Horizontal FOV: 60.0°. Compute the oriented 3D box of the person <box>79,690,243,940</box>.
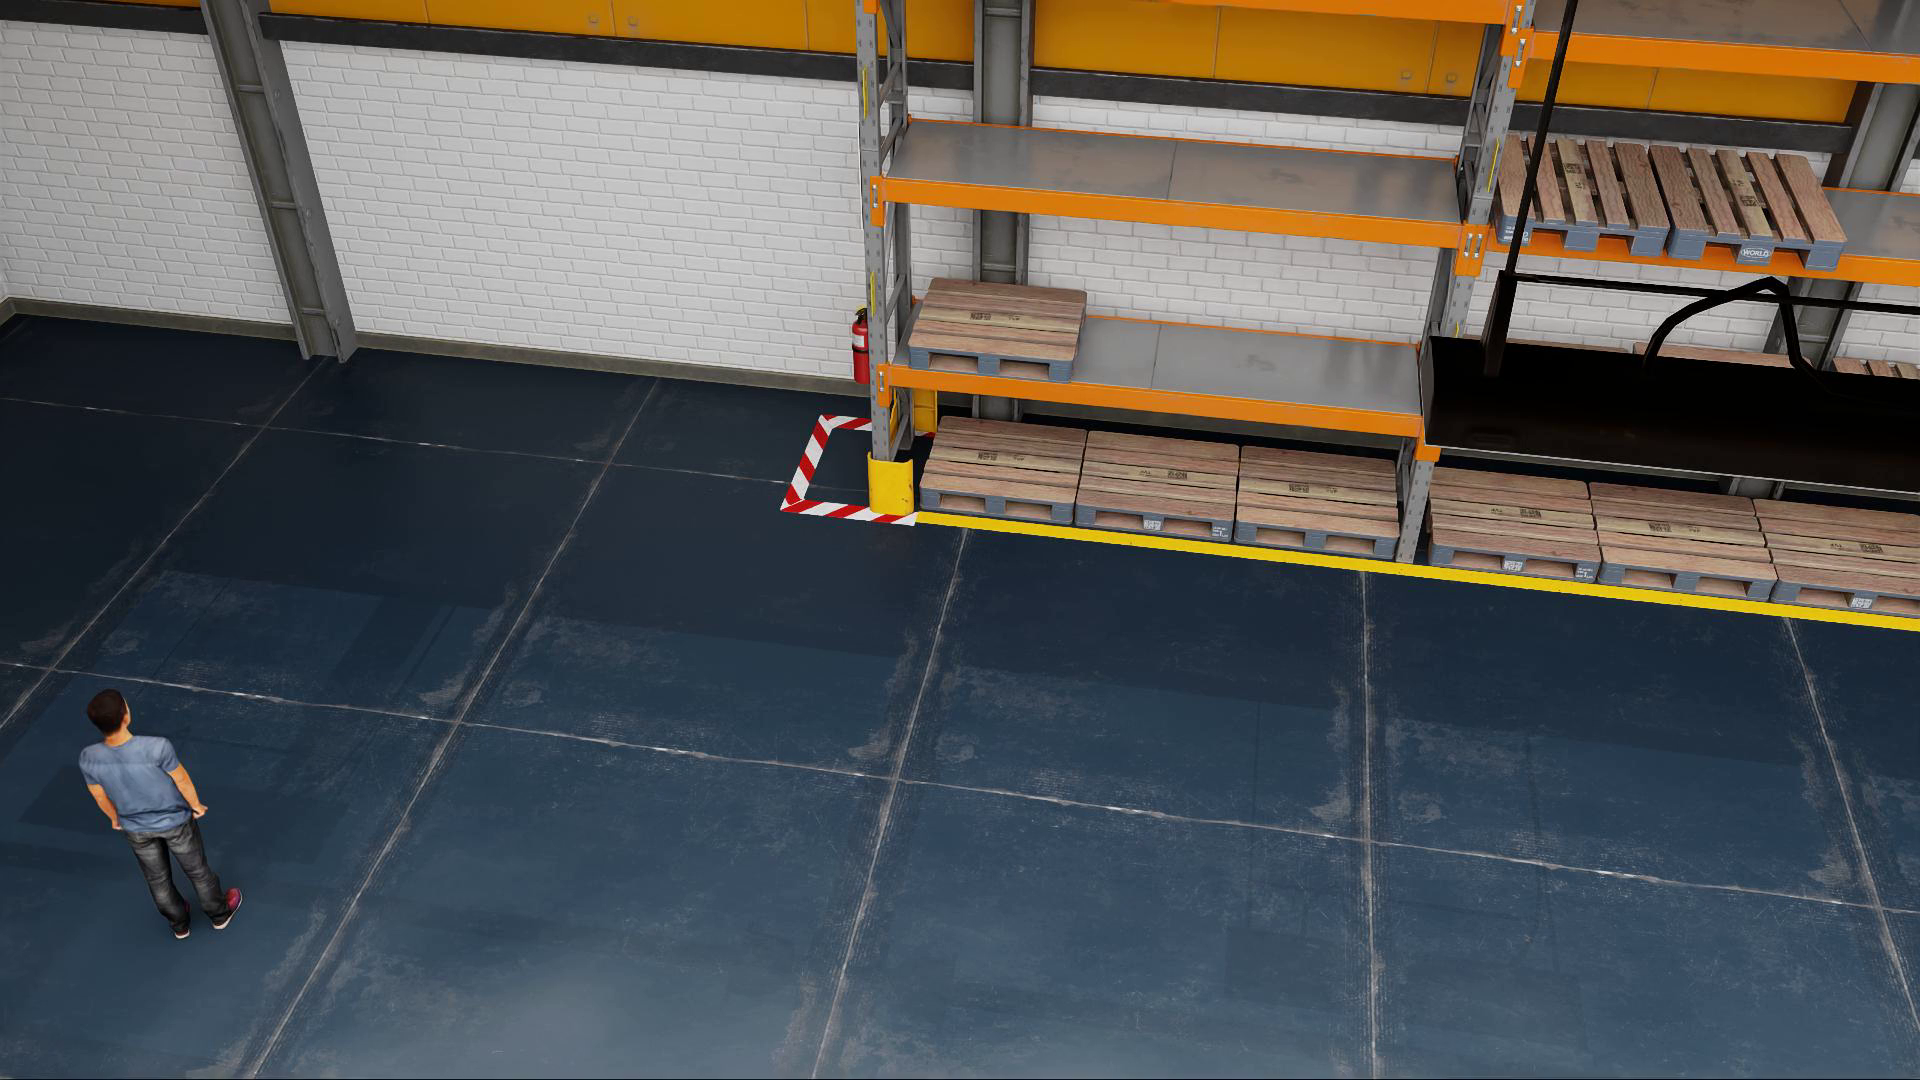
[{"bbox_3d":[-4.496,1.549,9.294,0.627,1.805,0.787,-8,39,-10],"label":"person"}]
